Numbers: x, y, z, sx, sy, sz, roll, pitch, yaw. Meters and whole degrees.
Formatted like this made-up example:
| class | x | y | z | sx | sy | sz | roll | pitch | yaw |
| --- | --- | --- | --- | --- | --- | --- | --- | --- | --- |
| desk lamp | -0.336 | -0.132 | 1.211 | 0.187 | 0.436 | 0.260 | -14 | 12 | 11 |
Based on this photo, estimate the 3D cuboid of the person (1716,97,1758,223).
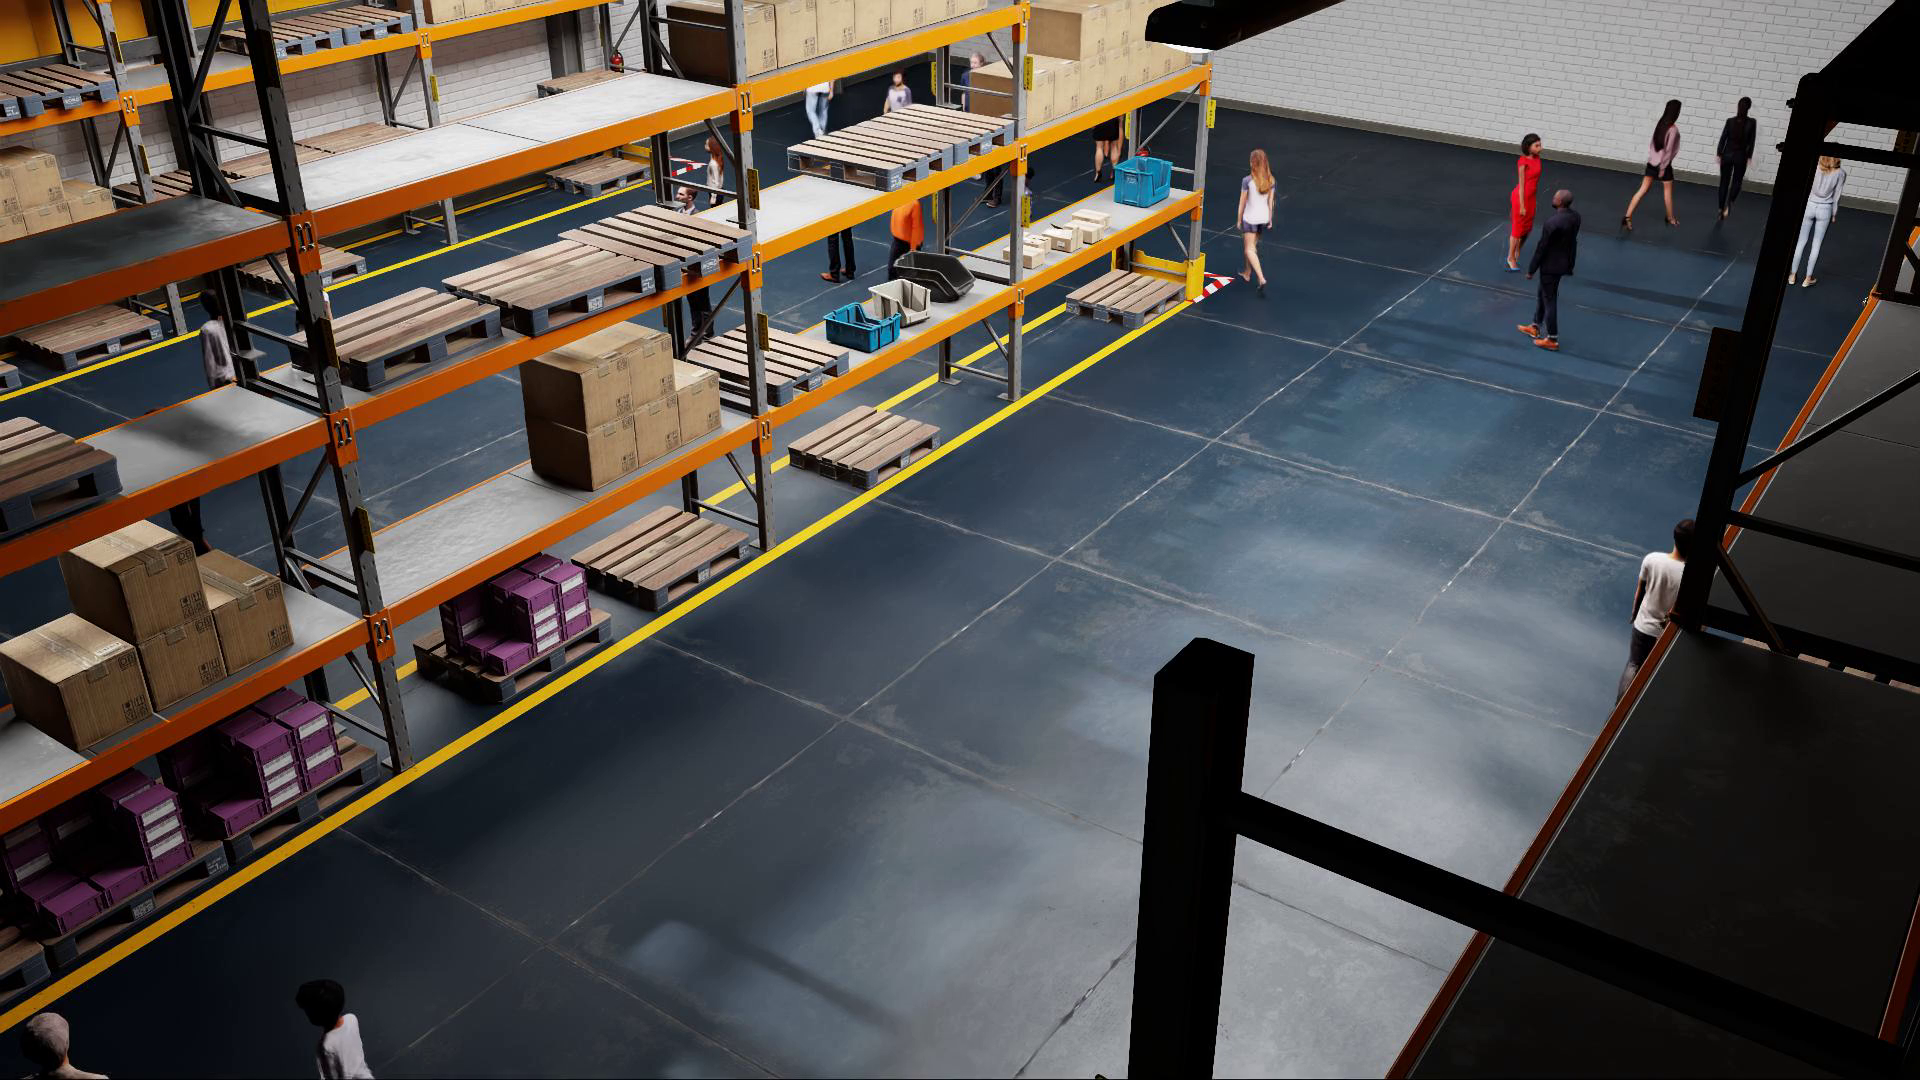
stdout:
| class | x | y | z | sx | sy | sz | roll | pitch | yaw |
| --- | --- | --- | --- | --- | --- | --- | --- | --- | --- |
| person | 10.555 | -5.157 | 22.668 | 0.676 | 1.704 | 0.727 | 12 | 31 | 21 |

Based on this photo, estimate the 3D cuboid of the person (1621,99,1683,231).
| class | x | y | z | sx | sy | sz | roll | pitch | yaw |
| --- | --- | --- | --- | --- | --- | --- | --- | --- | --- |
| person | 9.253 | -4.948 | 22.233 | 1.176 | 1.754 | 1.093 | -6 | 29 | -11 |

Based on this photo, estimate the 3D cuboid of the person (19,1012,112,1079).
| class | x | y | z | sx | sy | sz | roll | pitch | yaw |
| --- | --- | --- | --- | --- | --- | --- | --- | --- | --- |
| person | -4.064 | 3.003 | 7.692 | 0.976 | 1.719 | 1.133 | 3 | 29 | 5 |

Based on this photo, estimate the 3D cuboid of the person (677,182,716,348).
| class | x | y | z | sx | sy | sz | roll | pitch | yaw |
| --- | --- | --- | --- | --- | --- | --- | --- | --- | --- |
| person | -2.972 | -3.055 | 18.569 | 0.658 | 1.938 | 0.718 | -22 | 35 | -34 |

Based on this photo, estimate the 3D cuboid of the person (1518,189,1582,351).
| class | x | y | z | sx | sy | sz | roll | pitch | yaw |
| --- | --- | --- | --- | --- | --- | --- | --- | --- | --- |
| person | 6.729 | -3.005 | 18.627 | 0.906 | 1.796 | 0.930 | -22 | 36 | -35 |

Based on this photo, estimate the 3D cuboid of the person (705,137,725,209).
| class | x | y | z | sx | sy | sz | roll | pitch | yaw |
| --- | --- | --- | --- | --- | --- | --- | --- | --- | --- |
| person | -3.182 | -4.547 | 21.778 | 0.678 | 1.484 | 0.597 | -1 | 29 | -2 |

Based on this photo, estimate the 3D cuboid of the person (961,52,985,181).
| class | x | y | z | sx | sy | sz | roll | pitch | yaw |
| --- | --- | --- | --- | --- | --- | --- | --- | --- | --- |
| person | 0.262 | -6.287 | 24.578 | 0.718 | 1.857 | 0.707 | 13 | 31 | 23 |

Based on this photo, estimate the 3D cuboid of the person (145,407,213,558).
| class | x | y | z | sx | sy | sz | roll | pitch | yaw |
| --- | --- | --- | --- | --- | --- | --- | --- | --- | --- |
| person | -6.456 | -0.326 | 13.810 | 0.592 | 1.704 | 0.639 | -21 | 35 | -34 |

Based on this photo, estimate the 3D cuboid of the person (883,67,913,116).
| class | x | y | z | sx | sy | sz | roll | pitch | yaw |
| --- | --- | --- | --- | --- | --- | --- | --- | --- | --- |
| person | -0.852 | -6.337 | 25.017 | 0.620 | 1.524 | 1.008 | 22 | 36 | 35 |

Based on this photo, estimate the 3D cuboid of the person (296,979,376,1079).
| class | x | y | z | sx | sy | sz | roll | pitch | yaw |
| --- | --- | --- | --- | --- | --- | --- | --- | --- | --- |
| person | -3.093 | 2.800 | 8.558 | 0.653 | 1.246 | 0.582 | 5 | 29 | 10 |

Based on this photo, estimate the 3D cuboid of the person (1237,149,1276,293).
| class | x | y | z | sx | sy | sz | roll | pitch | yaw |
| --- | --- | --- | --- | --- | --- | --- | --- | --- | --- |
| person | 3.641 | -3.865 | 20.305 | 1.071 | 1.698 | 1.033 | -10 | 30 | -18 |

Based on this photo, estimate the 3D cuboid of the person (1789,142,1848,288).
| class | x | y | z | sx | sy | sz | roll | pitch | yaw |
| --- | --- | --- | --- | --- | --- | --- | --- | --- | --- |
| person | 10.564 | -4.023 | 20.492 | 0.594 | 1.796 | 0.513 | 21 | 35 | 33 |

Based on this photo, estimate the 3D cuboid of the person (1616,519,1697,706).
| class | x | y | z | sx | sy | sz | roll | pitch | yaw |
| --- | --- | --- | --- | --- | --- | --- | --- | --- | --- |
| person | 5.035 | 0.649 | 12.025 | 0.624 | 1.702 | 0.944 | 20 | 34 | 32 |

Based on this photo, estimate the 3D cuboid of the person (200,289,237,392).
| class | x | y | z | sx | sy | sz | roll | pitch | yaw |
| --- | --- | --- | --- | --- | --- | --- | --- | --- | --- |
| person | -6.935 | -1.514 | 15.963 | 0.702 | 1.729 | 0.922 | 18 | 34 | 30 |

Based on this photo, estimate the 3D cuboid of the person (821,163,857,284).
| class | x | y | z | sx | sy | sz | roll | pitch | yaw |
| --- | --- | --- | --- | --- | --- | --- | --- | --- | --- |
| person | -1.510 | -4.104 | 20.640 | 0.629 | 1.797 | 0.804 | -20 | 34 | -32 |

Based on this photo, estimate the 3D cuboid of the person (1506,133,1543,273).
| class | x | y | z | sx | sy | sz | roll | pitch | yaw |
| --- | --- | --- | --- | --- | --- | --- | --- | --- | --- |
| person | 7.083 | -4.273 | 21.005 | 0.584 | 1.744 | 0.709 | -26 | 38 | -38 |
